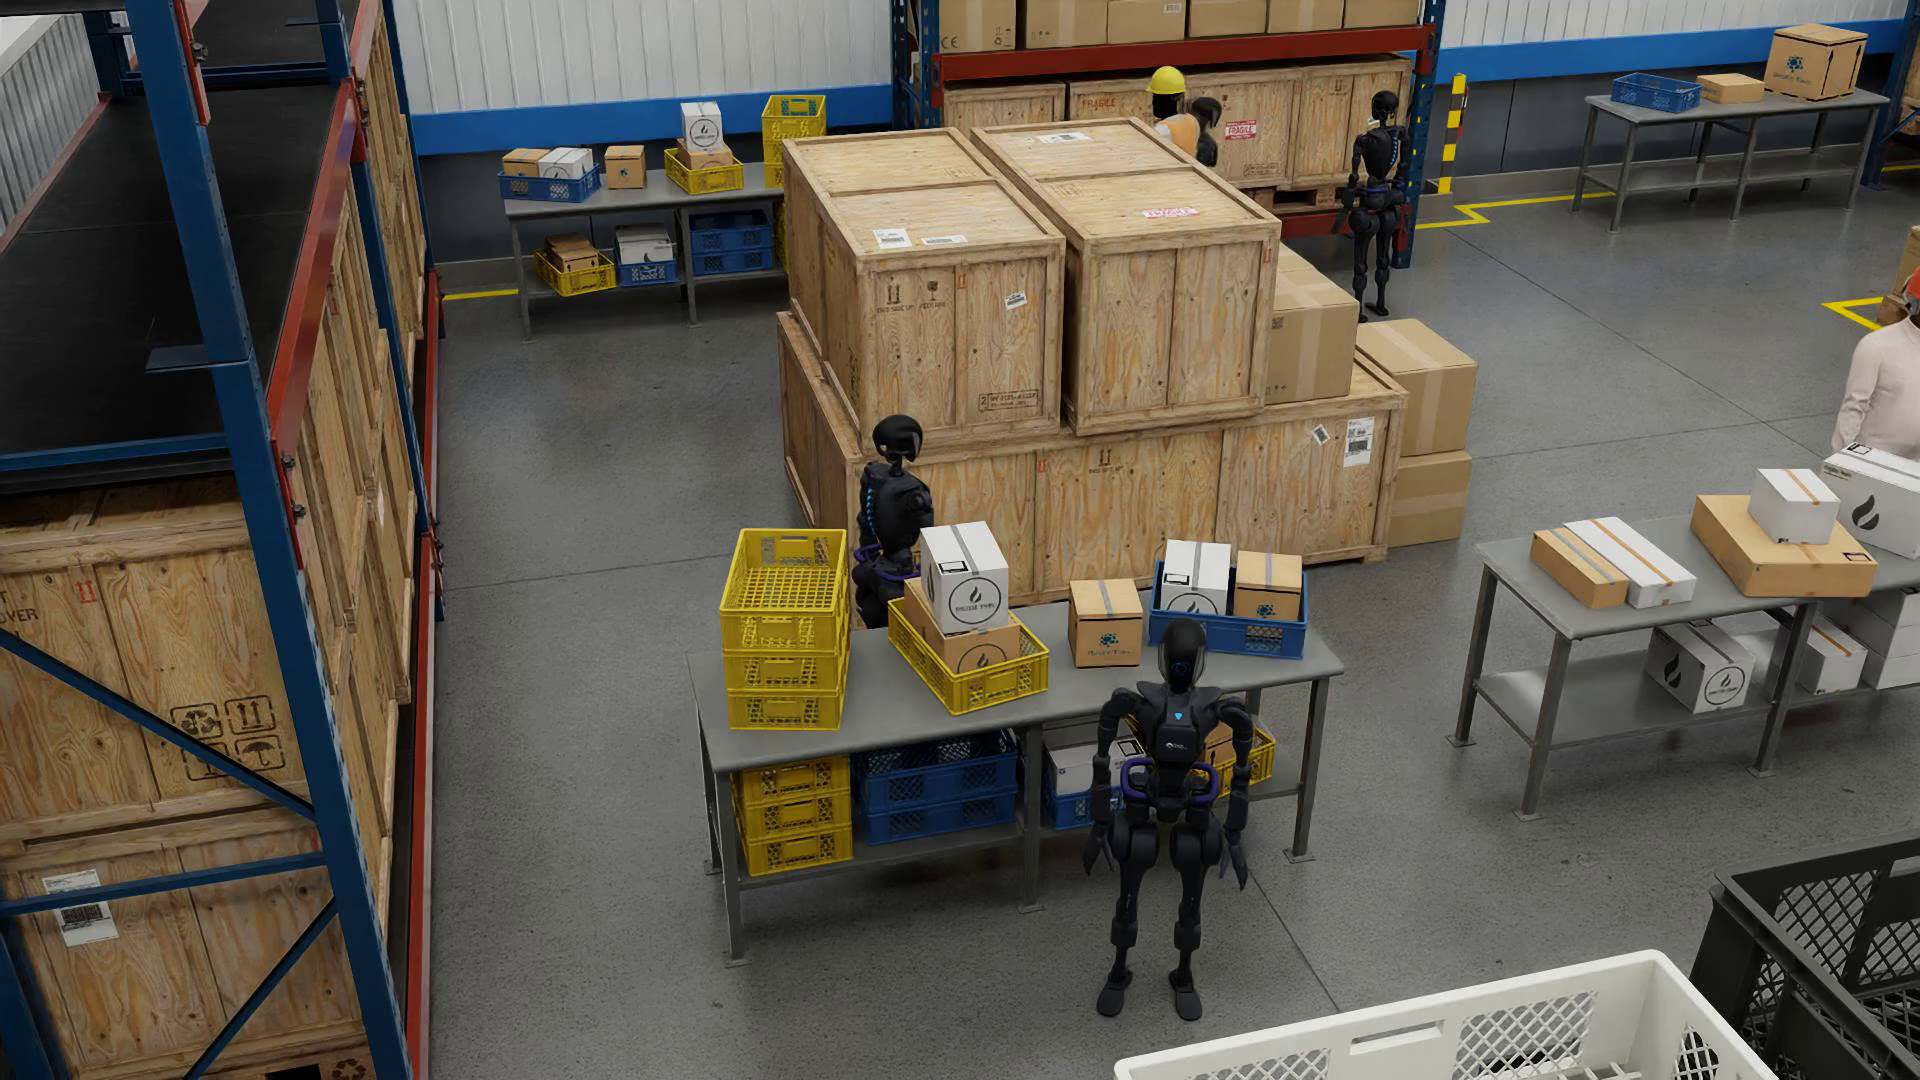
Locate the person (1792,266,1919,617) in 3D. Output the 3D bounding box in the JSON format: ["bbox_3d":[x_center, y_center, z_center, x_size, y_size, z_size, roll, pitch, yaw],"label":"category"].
[{"bbox_3d":[4.500,-0.413,8.079,0.622,1.992,0.383,-8,30,-14],"label":"person"}]

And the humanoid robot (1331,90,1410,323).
[{"bbox_3d":[2.981,-2.414,12.024,0.595,1.657,0.326,-17,33,-28],"label":"humanoid robot"}]

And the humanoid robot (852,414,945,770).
[{"bbox_3d":[-0.276,0.221,7.239,0.316,1.657,0.603,-19,34,-31],"label":"humanoid robot"}]

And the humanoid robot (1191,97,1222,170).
[{"bbox_3d":[1.611,-2.413,12.055,0.632,1.626,0.585,0,29,0],"label":"humanoid robot"}]

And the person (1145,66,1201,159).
[{"bbox_3d":[1.416,-2.331,11.630,0.379,1.924,0.592,20,35,32],"label":"person"}]

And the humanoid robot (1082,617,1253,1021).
[{"bbox_3d":[0.724,1.004,5.821,0.584,1.657,0.331,2,29,4],"label":"humanoid robot"}]
